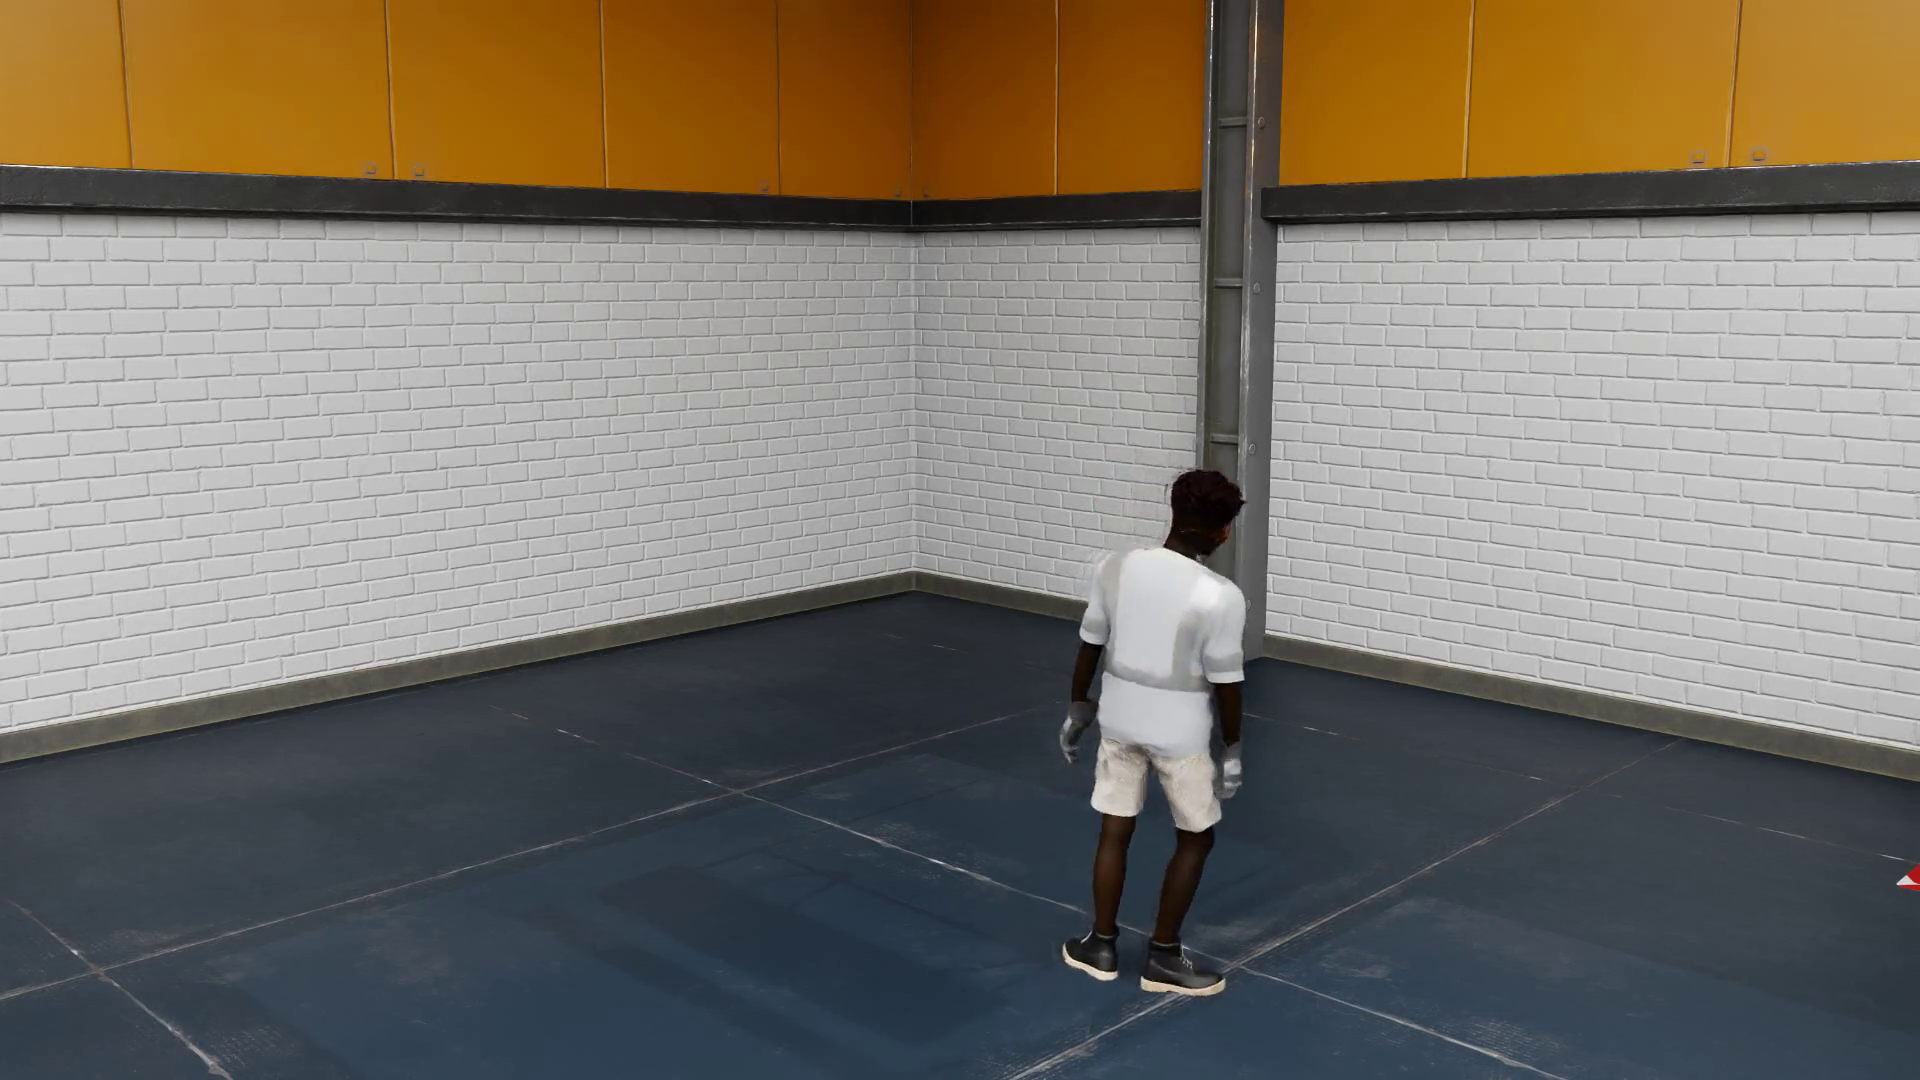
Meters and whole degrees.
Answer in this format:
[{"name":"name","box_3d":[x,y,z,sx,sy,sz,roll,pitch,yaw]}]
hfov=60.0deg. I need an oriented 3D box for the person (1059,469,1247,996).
[{"name":"person","box_3d":[0.683,0.689,6.003,0.757,1.919,0.362,7,11,35]}]
